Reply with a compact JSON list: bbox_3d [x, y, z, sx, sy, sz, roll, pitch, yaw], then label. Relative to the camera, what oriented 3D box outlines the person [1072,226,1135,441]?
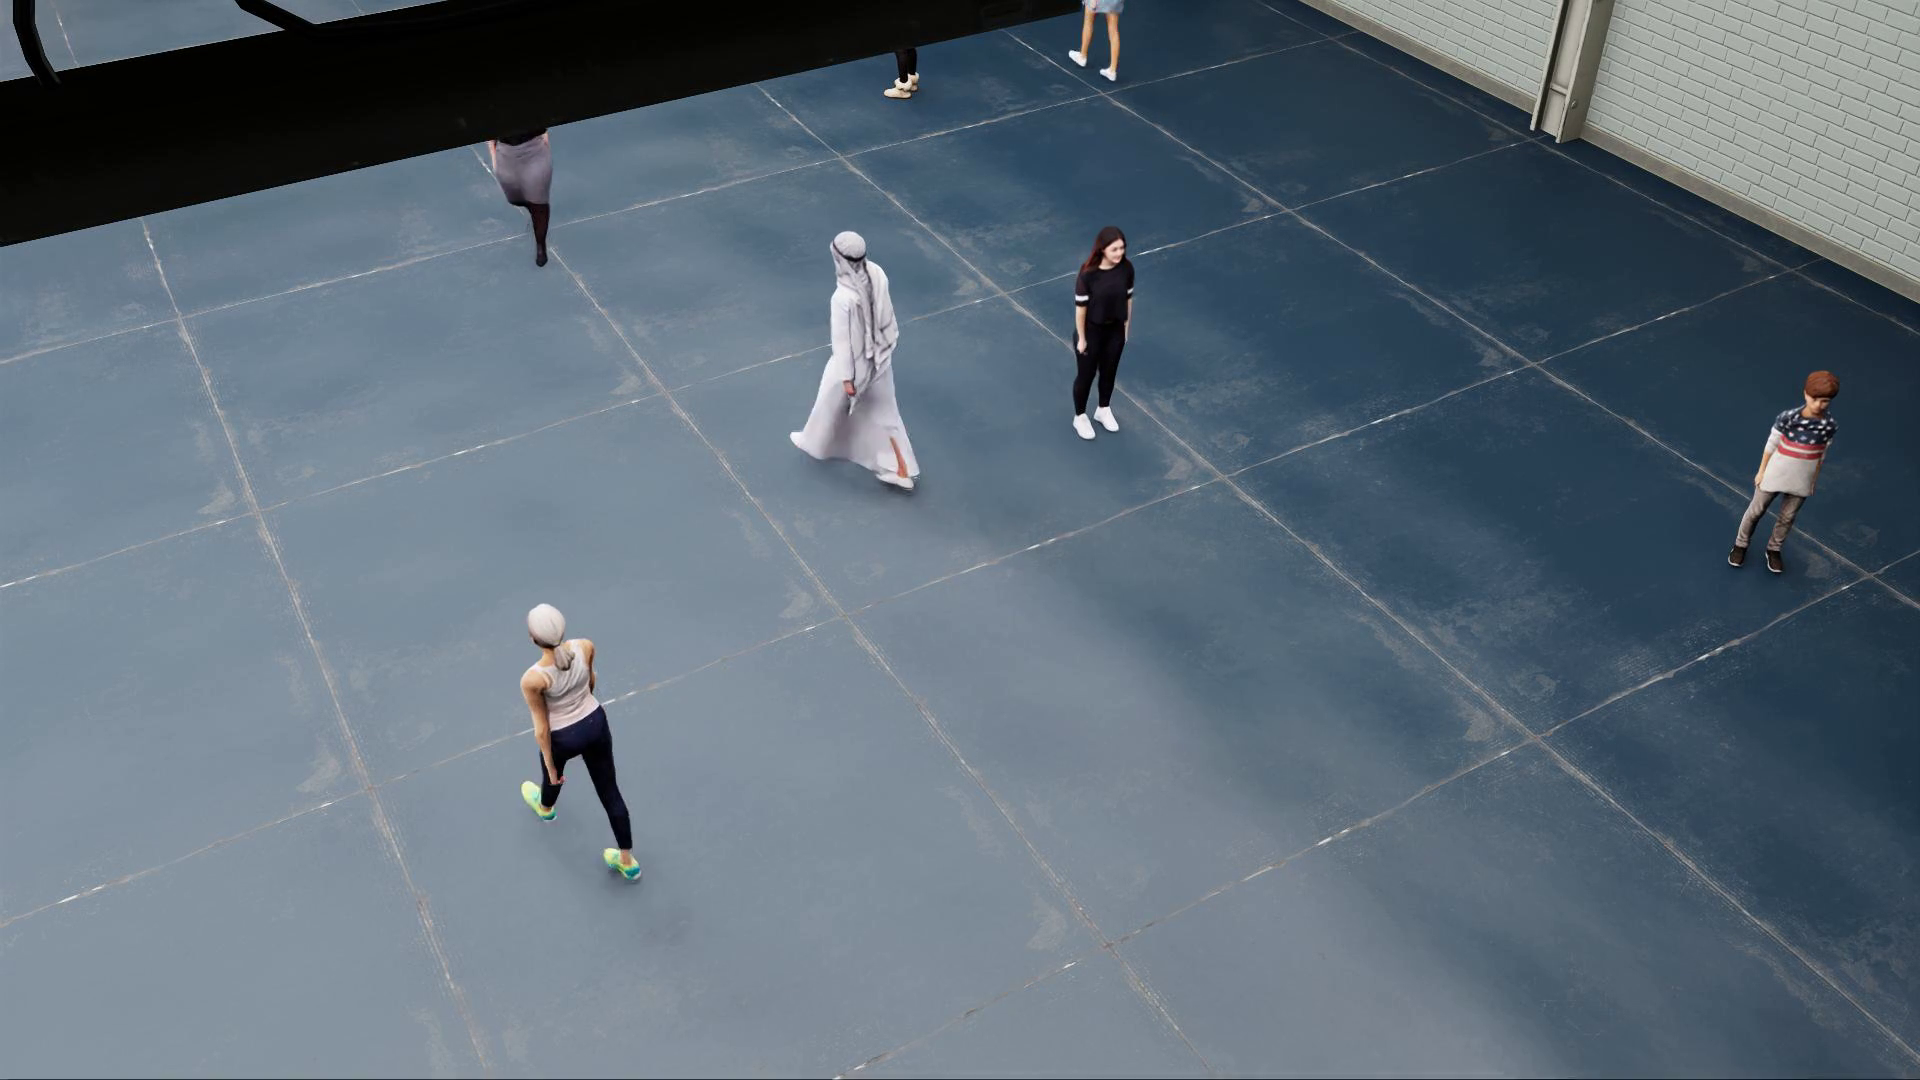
[{"bbox_3d":[0.996,-1.487,11.755,0.629,1.637,0.612,-14,40,-17],"label":"person"}]

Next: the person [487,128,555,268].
[{"bbox_3d":[-3.639,-3.174,13.828,0.883,1.741,1.100,-6,38,-8],"label":"person"}]

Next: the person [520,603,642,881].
[{"bbox_3d":[-1.896,1.074,8.463,0.780,1.660,1.176,-29,46,-32],"label":"person"}]

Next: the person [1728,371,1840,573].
[{"bbox_3d":[5.279,-0.443,10.581,0.592,1.439,0.651,9,39,12],"label":"person"}]

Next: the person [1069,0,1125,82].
[{"bbox_3d":[1.547,-5.493,16.819,0.633,1.708,0.920,-21,43,-25],"label":"person"}]

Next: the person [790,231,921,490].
[{"bbox_3d":[-0.590,-1.154,11.139,1.338,1.873,1.006,25,44,28],"label":"person"}]
